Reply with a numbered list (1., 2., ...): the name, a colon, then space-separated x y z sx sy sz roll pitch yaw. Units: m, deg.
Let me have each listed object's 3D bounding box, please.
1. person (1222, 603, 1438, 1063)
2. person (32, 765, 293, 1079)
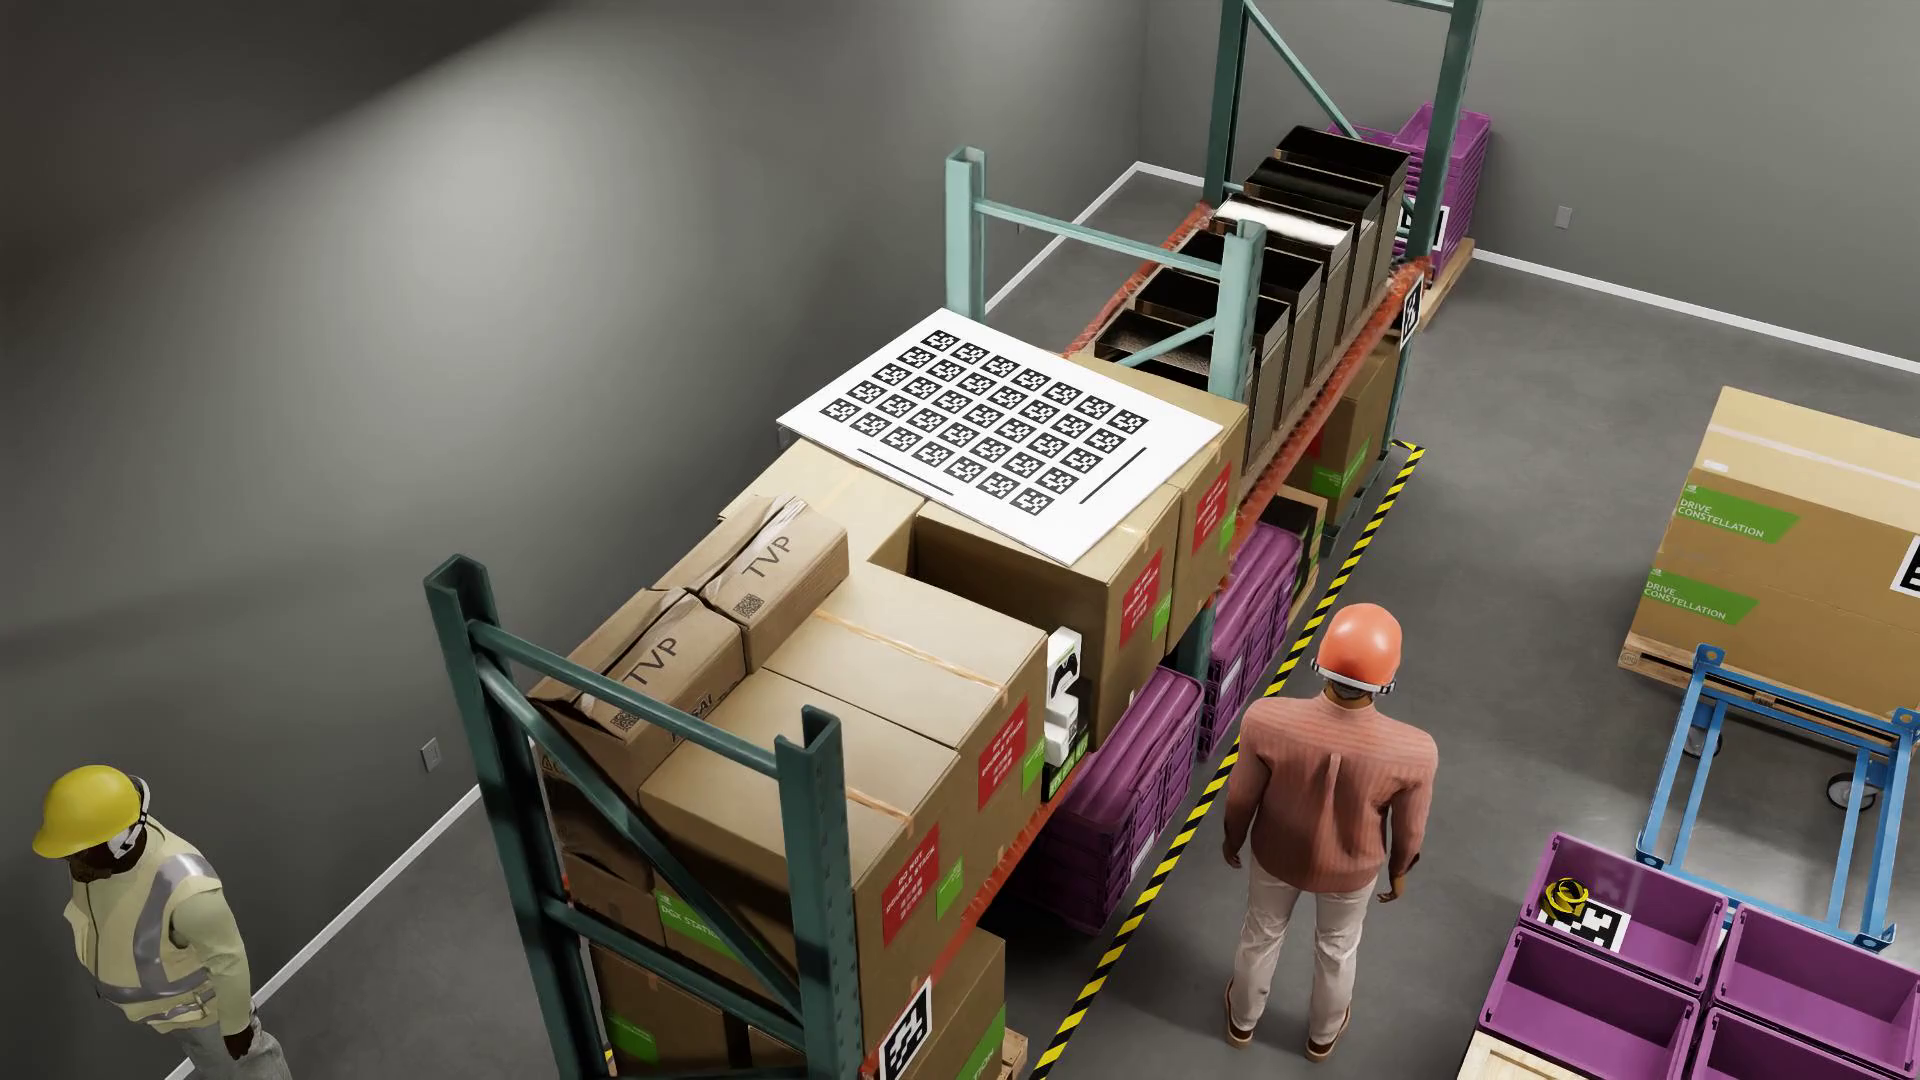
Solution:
1. person: 1.157 0.985 5.379 0.623 1.993 0.385 10 41 12
2. person: -2.392 1.340 5.080 0.588 1.834 0.403 22 45 24
